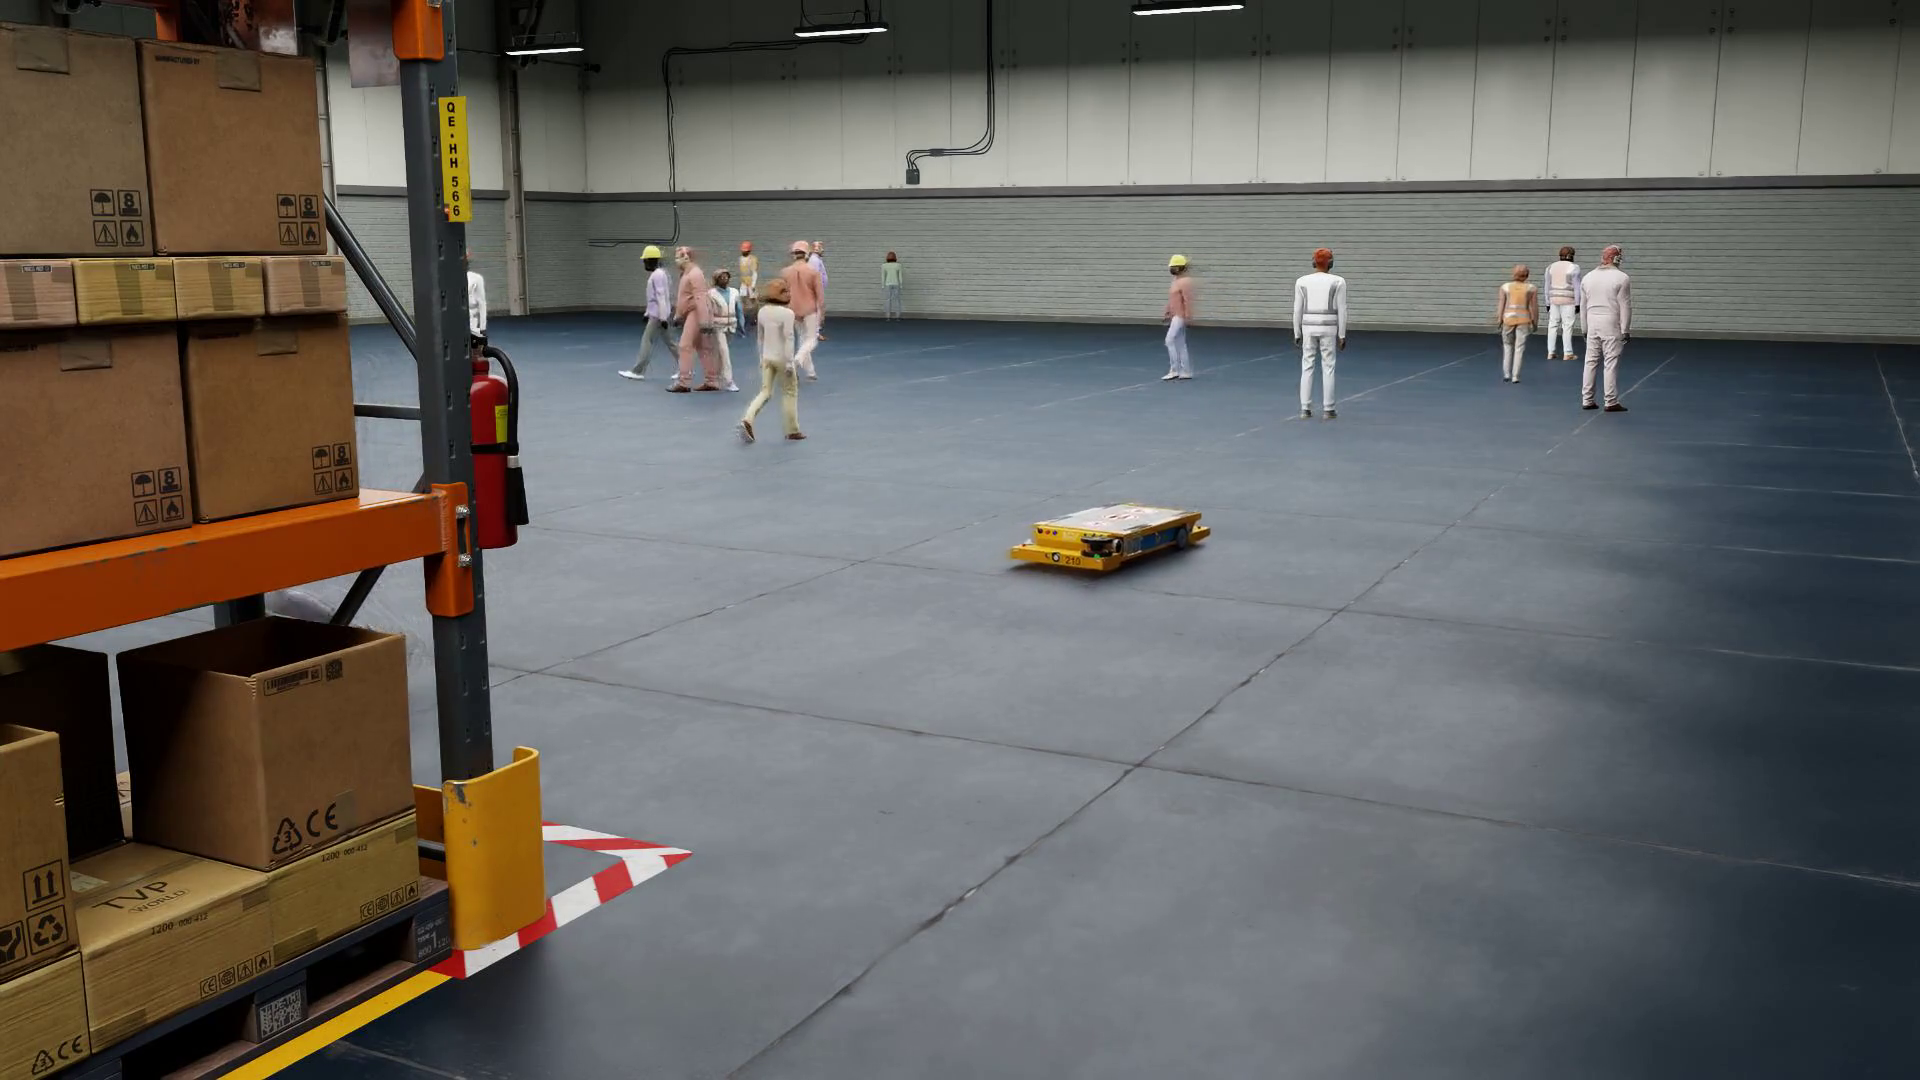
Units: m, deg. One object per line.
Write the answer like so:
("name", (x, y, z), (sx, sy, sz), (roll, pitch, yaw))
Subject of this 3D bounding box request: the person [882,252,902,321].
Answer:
("person", (-1.617, -6.028, 39.525), (0.499, 1.633, 0.288), (-1, 10, -5))

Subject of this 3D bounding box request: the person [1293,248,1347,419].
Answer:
("person", (3.984, -2.282, 18.414), (0.583, 1.882, 0.337), (5, 11, 24))

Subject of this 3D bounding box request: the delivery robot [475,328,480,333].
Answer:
("delivery robot", (-8.558, -3.544, 28.667), (0.477, 0.478, 0.707), (2, 11, 10))

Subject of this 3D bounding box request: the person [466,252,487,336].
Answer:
("person", (-6.152, -2.615, 20.296), (0.586, 1.863, 0.712), (3, 11, 18))

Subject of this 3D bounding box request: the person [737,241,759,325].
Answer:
("person", (-4.752, -5.745, 37.273), (0.561, 1.883, 0.831), (6, 12, 31))

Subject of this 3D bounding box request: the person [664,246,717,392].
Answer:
("person", (-3.552, -2.847, 21.526), (0.837, 1.868, 0.646), (-3, 11, -14))

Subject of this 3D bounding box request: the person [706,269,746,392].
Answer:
("person", (-3.128, -2.761, 21.812), (0.503, 1.592, 0.868), (-9, 14, -40))

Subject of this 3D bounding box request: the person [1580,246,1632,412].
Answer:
("person", (7.469, -2.433, 19.195), (0.409, 1.903, 0.638), (-7, 12, -33))

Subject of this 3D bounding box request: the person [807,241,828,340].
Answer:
("person", (-2.750, -4.815, 32.172), (0.401, 1.904, 0.648), (-2, 11, -11))

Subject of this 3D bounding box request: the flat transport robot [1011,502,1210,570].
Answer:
("flat transport robot", (0.987, -0.043, 10.610), (0.652, 0.197, 1.431), (7, 13, 34))

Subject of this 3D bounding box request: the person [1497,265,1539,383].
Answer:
("person", (7.731, -2.990, 23.026), (0.539, 1.603, 0.782), (5, 11, 25))

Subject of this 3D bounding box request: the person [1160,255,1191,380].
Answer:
("person", (2.989, -3.109, 23.306), (0.604, 1.748, 0.532), (-2, 11, -8))

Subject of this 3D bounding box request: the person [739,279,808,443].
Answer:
("person", (-1.840, -1.748, 16.279), (0.504, 1.610, 0.739), (9, 13, 39))

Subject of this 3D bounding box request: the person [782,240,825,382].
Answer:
("person", (-2.182, -3.118, 22.786), (0.640, 1.955, 0.738), (4, 11, 21))

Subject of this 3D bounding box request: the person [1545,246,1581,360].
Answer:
("person", (9.831, -3.846, 27.076), (0.430, 1.838, 0.619), (-8, 13, -39))

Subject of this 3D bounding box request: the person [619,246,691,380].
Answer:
("person", (-4.274, -3.185, 23.379), (1.006, 1.873, 0.593), (-1, 10, -5))

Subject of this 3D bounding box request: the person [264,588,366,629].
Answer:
("person", (-2.882, -0.169, 6.996), (0.530, 1.850, 0.635), (6, 12, 31))
